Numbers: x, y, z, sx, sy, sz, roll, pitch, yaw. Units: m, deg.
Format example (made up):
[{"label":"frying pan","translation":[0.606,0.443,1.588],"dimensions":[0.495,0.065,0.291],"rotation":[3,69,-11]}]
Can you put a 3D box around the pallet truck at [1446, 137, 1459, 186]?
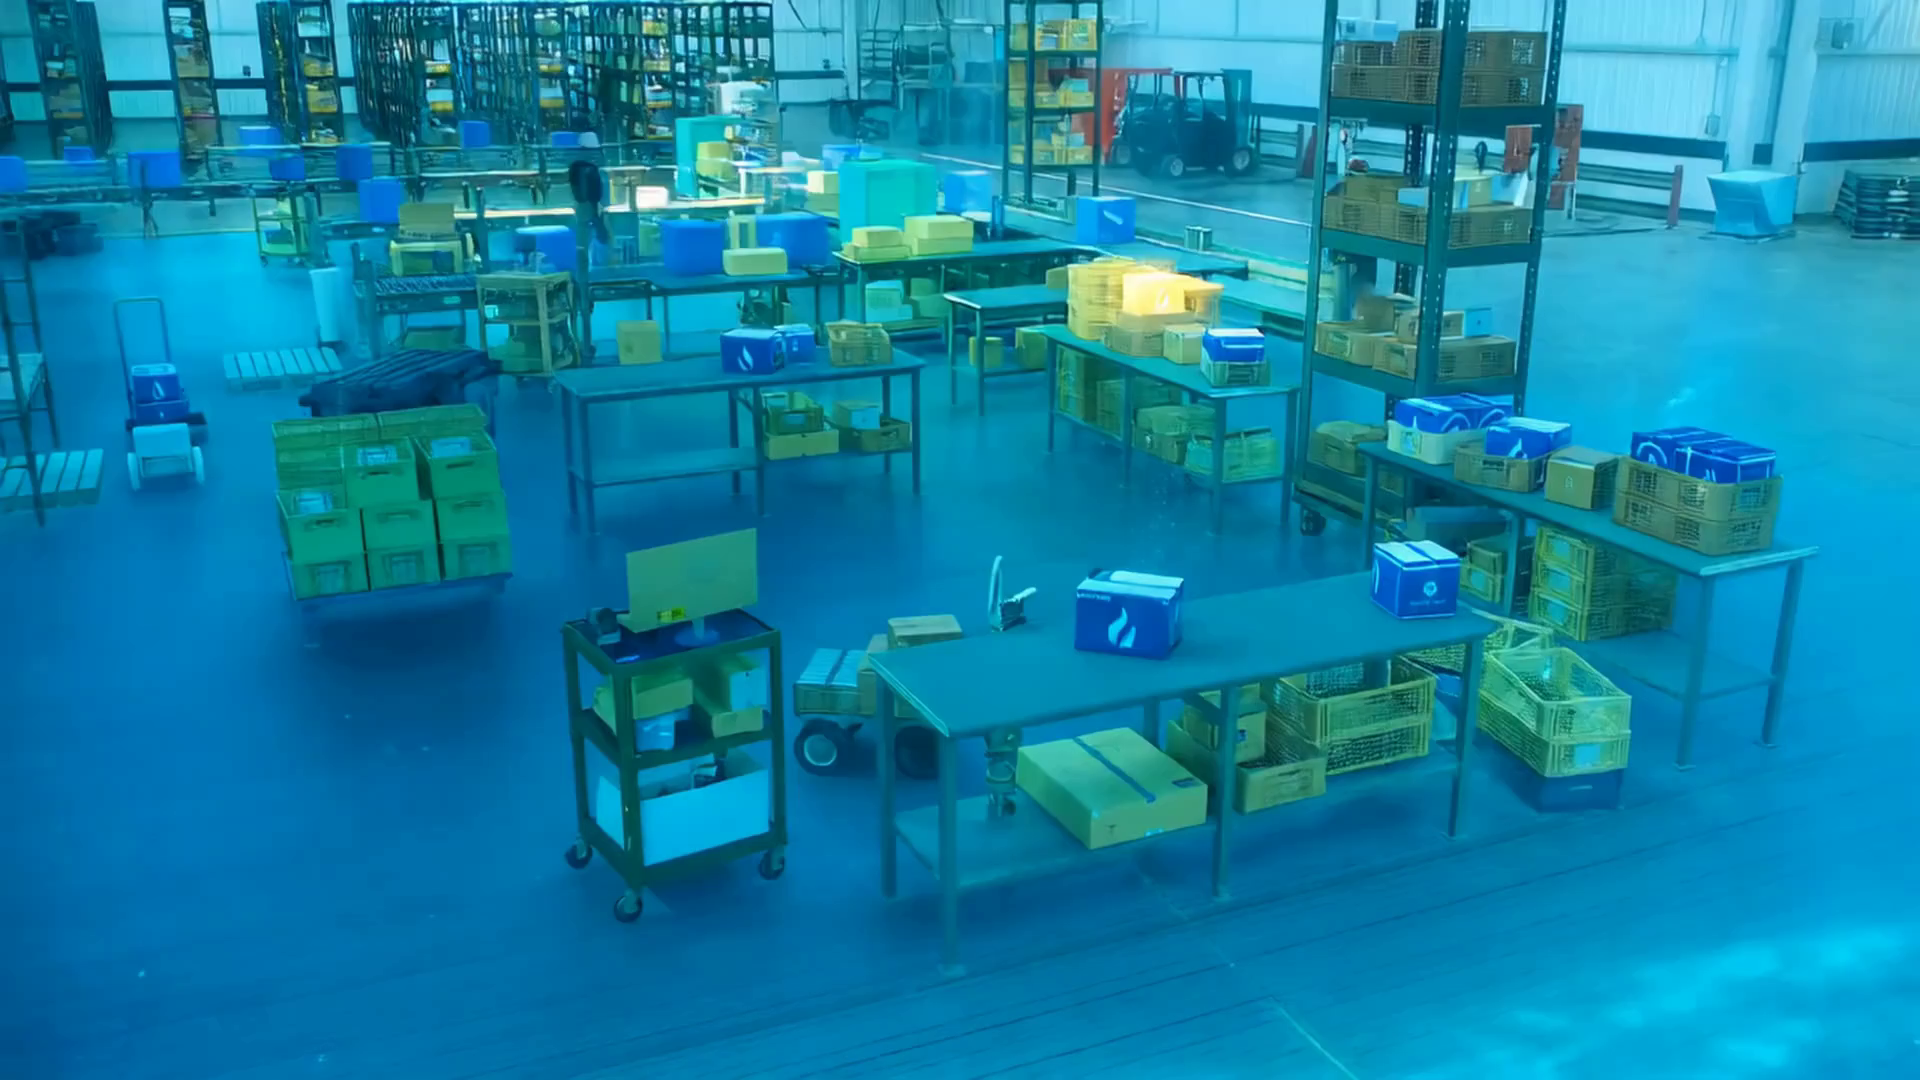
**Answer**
[{"label":"pallet truck","translation":[9.184,-6.485,29.328],"dimensions":[1.630,1.274,0.653],"rotation":[-8,19,-23]}]

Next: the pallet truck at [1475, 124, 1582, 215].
[{"label":"pallet truck","translation":[9.707,-6.455,28.103],"dimensions":[1.885,1.965,0.823],"rotation":[-7,19,-20]}]

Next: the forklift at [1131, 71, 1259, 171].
[{"label":"forklift","translation":[4.998,-8.936,35.413],"dimensions":[2.680,1.987,1.157],"rotation":[-9,20,-25]}]

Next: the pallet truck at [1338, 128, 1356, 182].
[{"label":"pallet truck","translation":[7.845,-7.140,31.411],"dimensions":[1.522,1.261,0.704],"rotation":[-9,20,-25]}]

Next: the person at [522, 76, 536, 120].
[{"label":"person","translation":[-11.812,-11.960,45.769],"dimensions":[0.919,1.798,0.582],"rotation":[-5,18,-17]}]

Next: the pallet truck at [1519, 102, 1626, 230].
[{"label":"pallet truck","translation":[9.972,-6.037,26.785],"dimensions":[1.885,1.965,0.823],"rotation":[-9,20,-25]}]

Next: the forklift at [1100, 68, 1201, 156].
[{"label":"forklift","translation":[4.082,-9.564,37.410],"dimensions":[2.680,1.987,1.157],"rotation":[-8,19,-23]}]

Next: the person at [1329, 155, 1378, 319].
[{"label":"person","translation":[4.303,-3.219,18.079],"dimensions":[0.666,1.889,0.430],"rotation":[-5,18,-14]}]

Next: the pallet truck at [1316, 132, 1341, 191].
[{"label":"pallet truck","translation":[7.723,-7.504,32.656],"dimensions":[1.601,1.201,0.680],"rotation":[-8,19,-23]}]

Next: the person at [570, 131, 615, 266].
[{"label":"person","translation":[-4.532,-3.928,20.155],"dimensions":[1.032,1.999,0.624],"rotation":[-14,22,-38]}]
